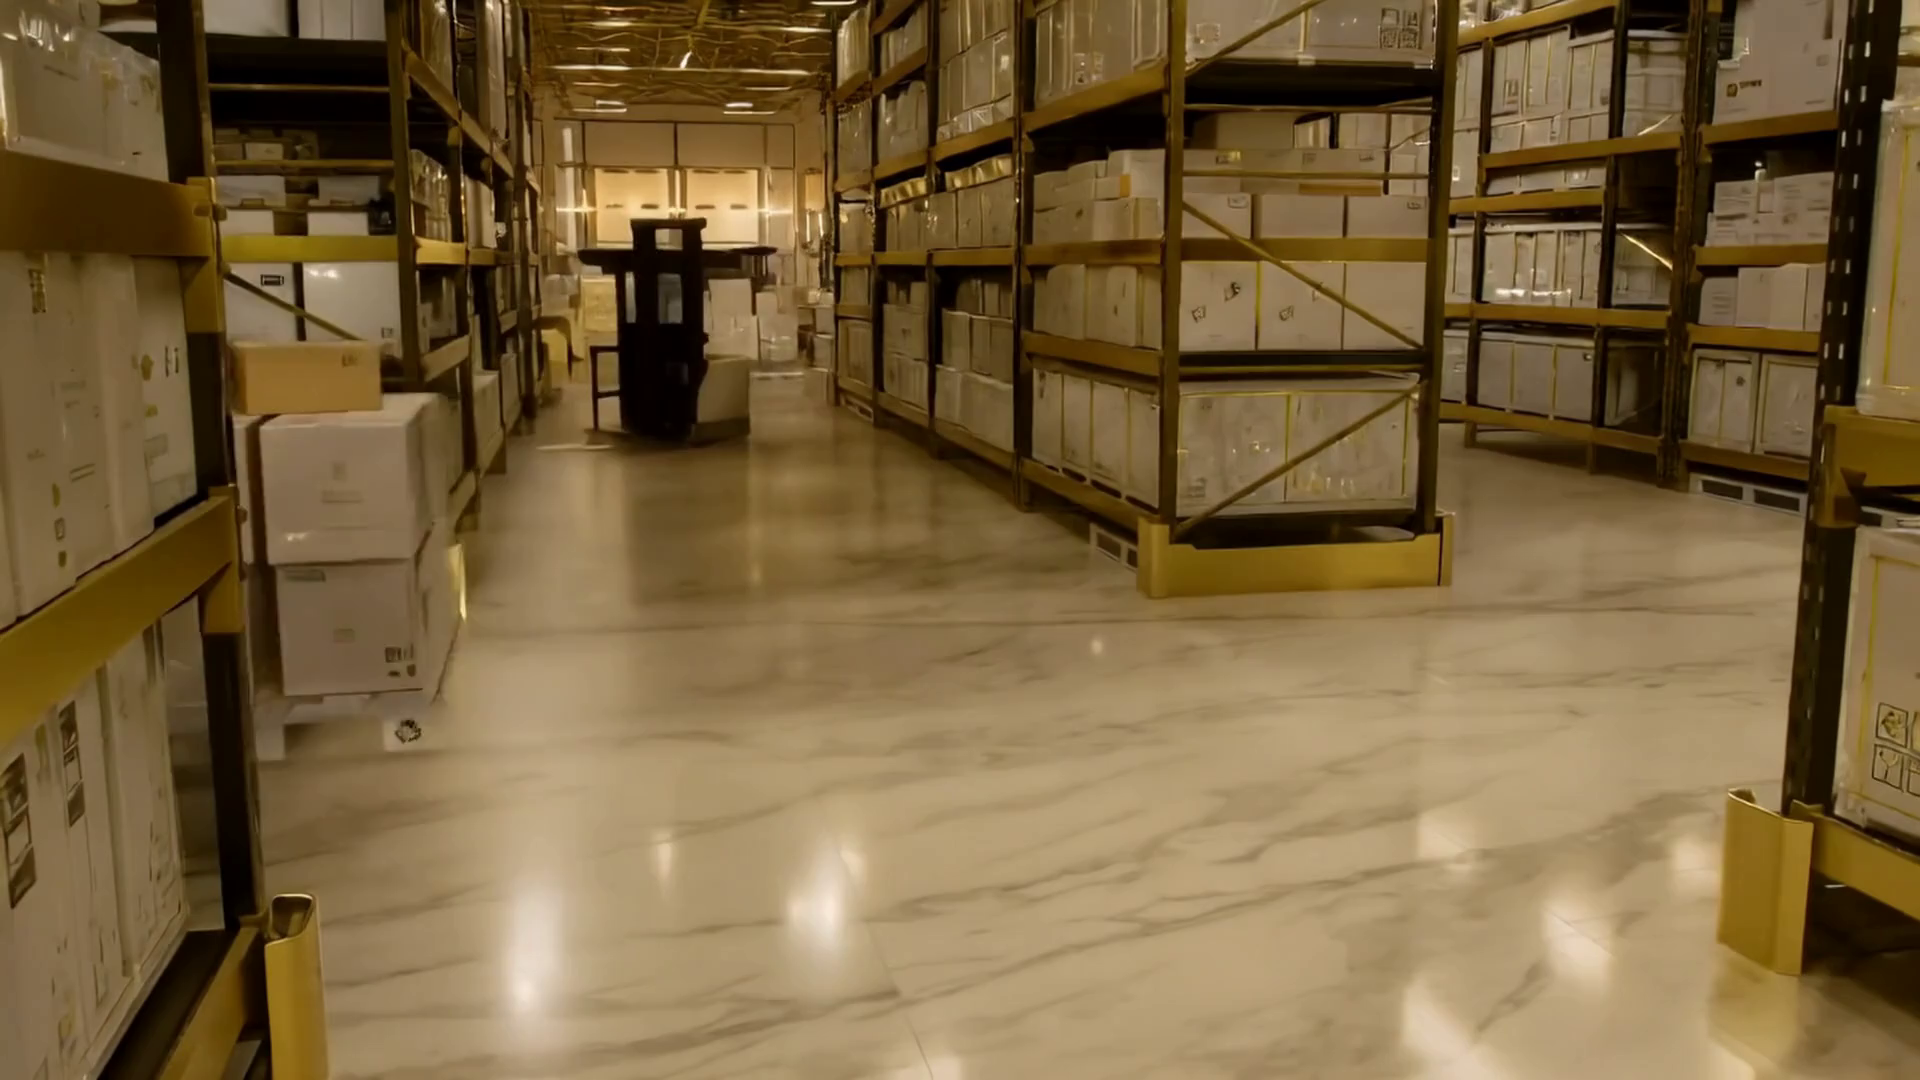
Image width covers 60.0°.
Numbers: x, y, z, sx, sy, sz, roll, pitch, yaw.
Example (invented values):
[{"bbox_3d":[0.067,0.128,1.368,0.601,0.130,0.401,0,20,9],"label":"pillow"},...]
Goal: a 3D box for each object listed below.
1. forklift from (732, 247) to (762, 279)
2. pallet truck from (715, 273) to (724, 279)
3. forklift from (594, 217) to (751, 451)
[{"bbox_3d":[-6.596,-7.703,51.773,1.129,2.768,1.873,-8,12,-39],"label":"forklift"},{"bbox_3d":[-8.580,-8.986,62.280,1.885,1.965,0.823,1,9,5],"label":"pallet truck"},{"bbox_3d":[-3.579,-2.588,20.596,1.129,2.768,1.873,6,11,32],"label":"forklift"}]
